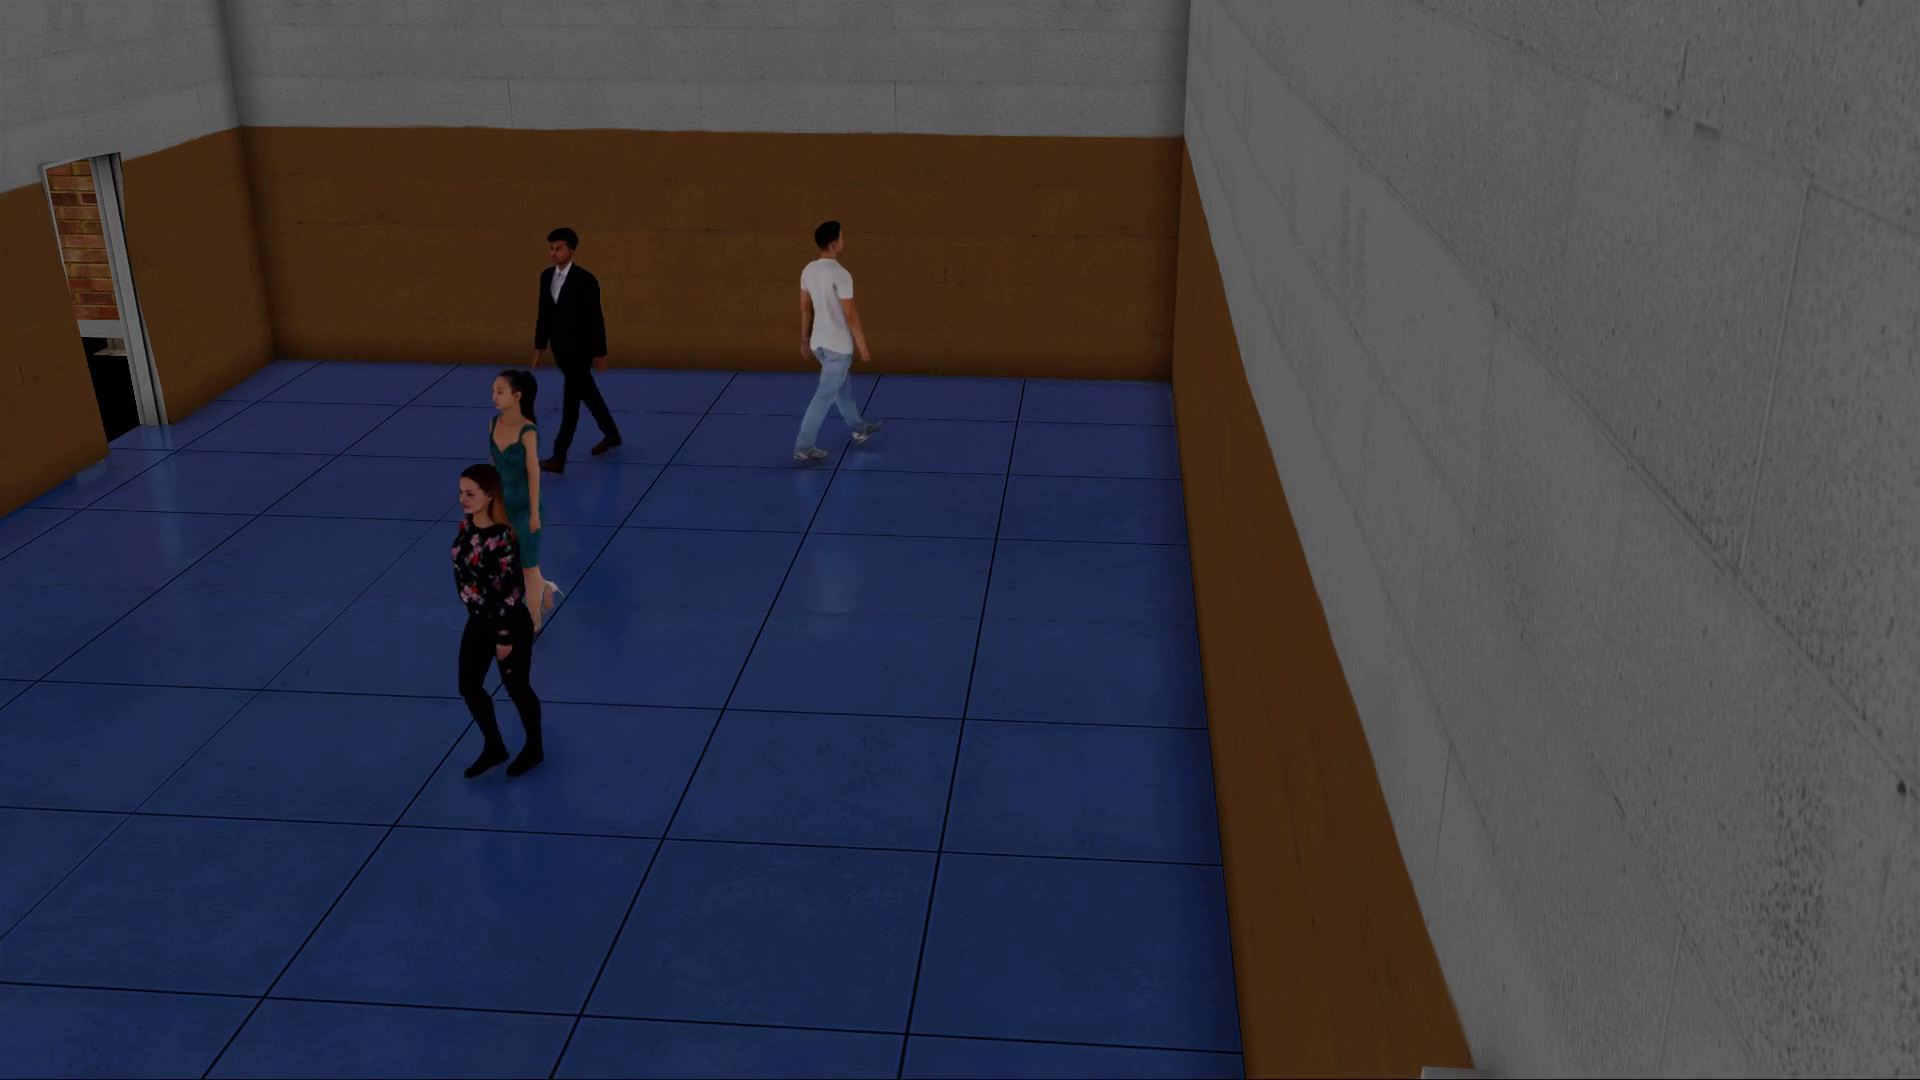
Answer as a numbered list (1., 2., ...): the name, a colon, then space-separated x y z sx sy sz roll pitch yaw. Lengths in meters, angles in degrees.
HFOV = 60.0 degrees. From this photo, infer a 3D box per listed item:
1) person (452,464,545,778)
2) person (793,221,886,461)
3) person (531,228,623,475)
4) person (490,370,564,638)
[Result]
1. person: -2.244 0.390 8.335 0.726 1.667 0.796 16 27 35
2. person: -1.051 -1.474 12.773 1.245 1.816 1.178 -17 27 -36
3. person: -2.888 -1.465 12.733 1.261 1.830 1.169 15 26 33
4. person: -2.533 -0.195 9.775 0.722 1.678 0.776 16 27 34
